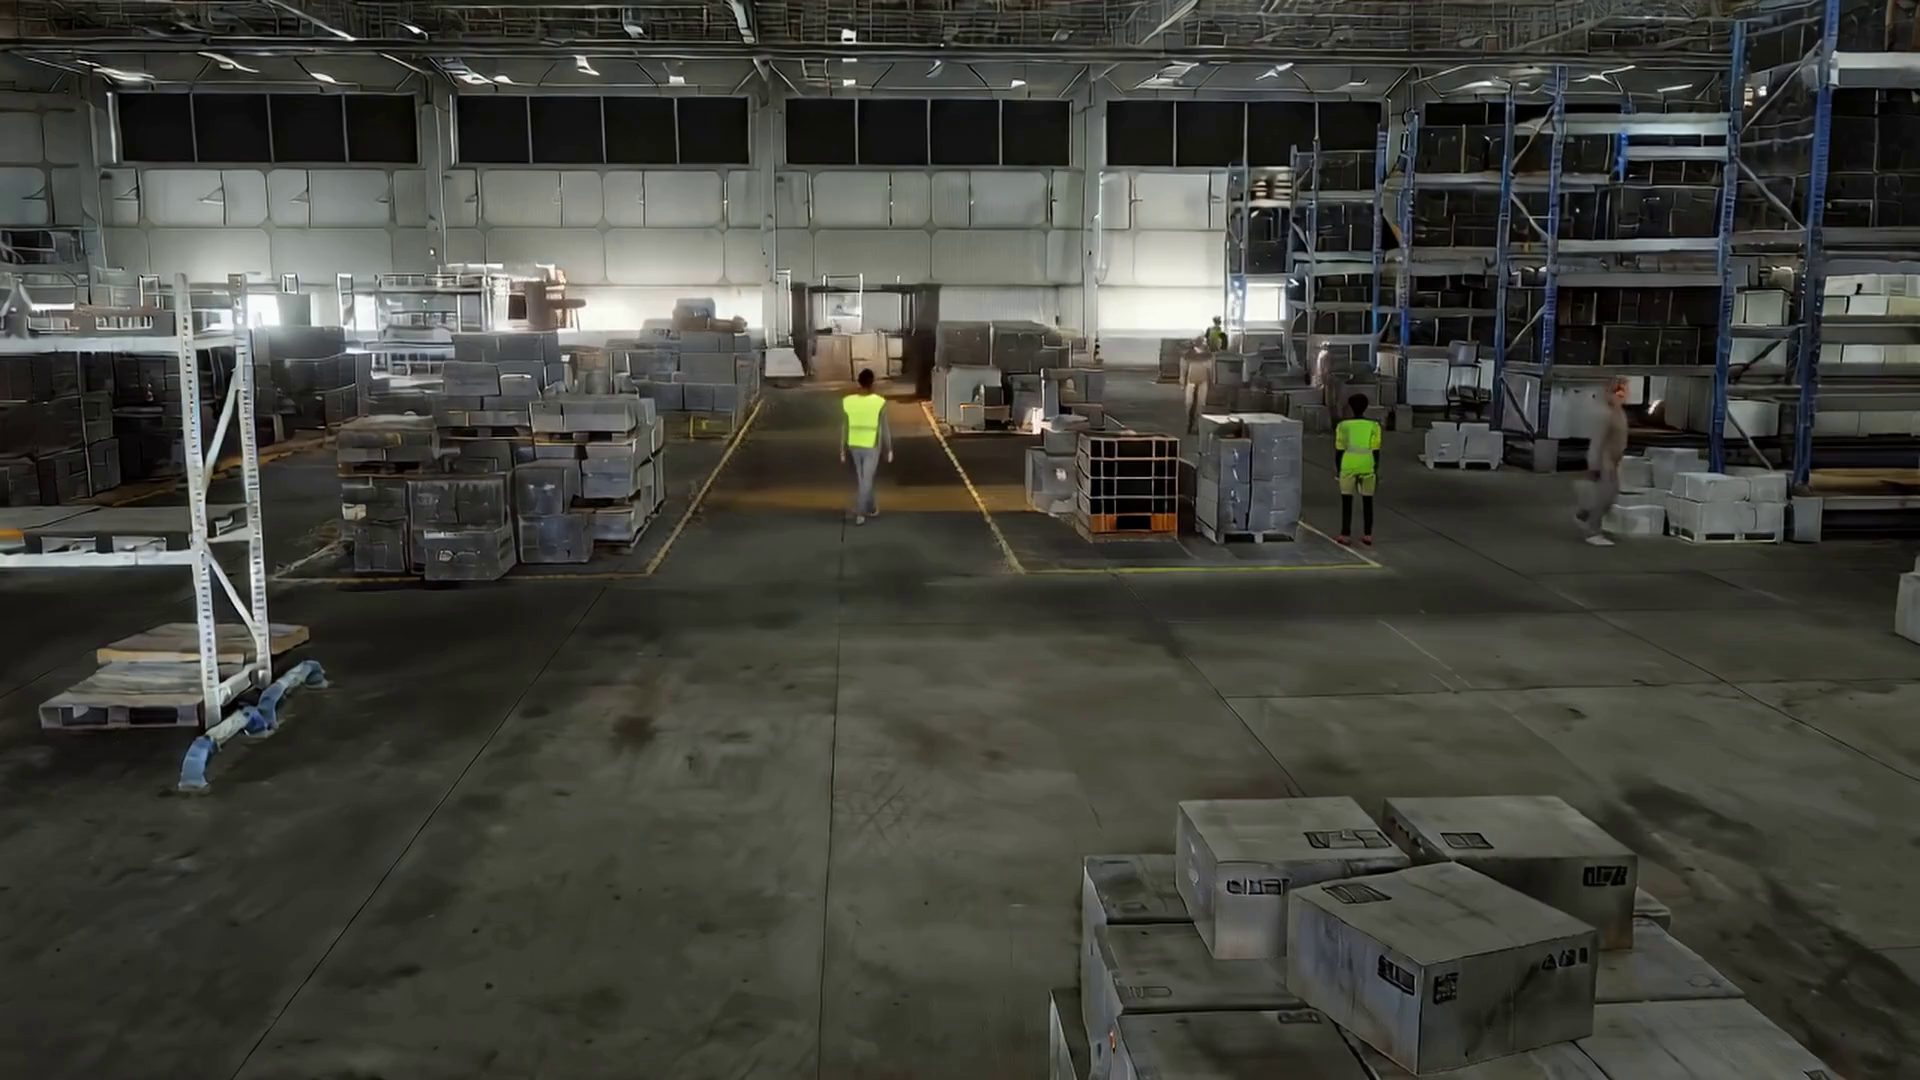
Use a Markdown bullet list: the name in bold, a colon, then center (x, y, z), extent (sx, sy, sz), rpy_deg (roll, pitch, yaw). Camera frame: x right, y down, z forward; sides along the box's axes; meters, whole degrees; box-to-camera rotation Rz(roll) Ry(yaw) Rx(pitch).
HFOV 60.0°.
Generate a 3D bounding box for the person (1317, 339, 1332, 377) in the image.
- **person**: center (8.198, -3.721, 37.420), extent (0.855, 1.592, 0.533), rpy_deg (1, 9, 4)

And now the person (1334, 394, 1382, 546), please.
- **person**: center (4.442, -0.777, 18.607), extent (0.534, 1.700, 0.318), rpy_deg (-1, 9, -5)

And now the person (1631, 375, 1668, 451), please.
- **person**: center (12.039, -2.444, 28.437), extent (1.024, 1.913, 0.623), rpy_deg (-2, 9, -11)

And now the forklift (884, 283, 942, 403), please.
- **forklift**: center (-0.749, -4.691, 39.485), extent (1.873, 2.768, 1.129), rpy_deg (-3, 10, -20)

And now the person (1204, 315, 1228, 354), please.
- **person**: center (6.696, -4.880, 43.443), extent (0.622, 1.993, 0.382), rpy_deg (5, 10, 29)

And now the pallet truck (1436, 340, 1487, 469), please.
- **pallet truck**: center (8.004, -2.170, 26.422), extent (0.823, 1.965, 1.885), rpy_deg (2, 9, 14)

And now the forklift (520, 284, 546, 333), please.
- **forklift**: center (-9.320, -4.225, 36.561), extent (1.873, 2.768, 1.129), rpy_deg (-1, 9, -4)

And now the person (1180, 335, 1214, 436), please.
- **person**: center (4.487, -2.949, 31.612), extent (0.643, 1.916, 0.903), rpy_deg (0, 9, 2)

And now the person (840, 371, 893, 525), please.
- **person**: center (-1.137, -1.141, 20.385), extent (0.618, 1.863, 1.026), rpy_deg (4, 10, 22)

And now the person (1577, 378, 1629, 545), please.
- **person**: center (7.259, -0.881, 18.696), extent (0.438, 1.884, 0.710), rpy_deg (7, 11, 37)

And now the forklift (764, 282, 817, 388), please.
- **forklift**: center (-4.332, -5.522, 44.706), extent (1.873, 2.768, 1.129), rpy_deg (-1, 9, -4)
